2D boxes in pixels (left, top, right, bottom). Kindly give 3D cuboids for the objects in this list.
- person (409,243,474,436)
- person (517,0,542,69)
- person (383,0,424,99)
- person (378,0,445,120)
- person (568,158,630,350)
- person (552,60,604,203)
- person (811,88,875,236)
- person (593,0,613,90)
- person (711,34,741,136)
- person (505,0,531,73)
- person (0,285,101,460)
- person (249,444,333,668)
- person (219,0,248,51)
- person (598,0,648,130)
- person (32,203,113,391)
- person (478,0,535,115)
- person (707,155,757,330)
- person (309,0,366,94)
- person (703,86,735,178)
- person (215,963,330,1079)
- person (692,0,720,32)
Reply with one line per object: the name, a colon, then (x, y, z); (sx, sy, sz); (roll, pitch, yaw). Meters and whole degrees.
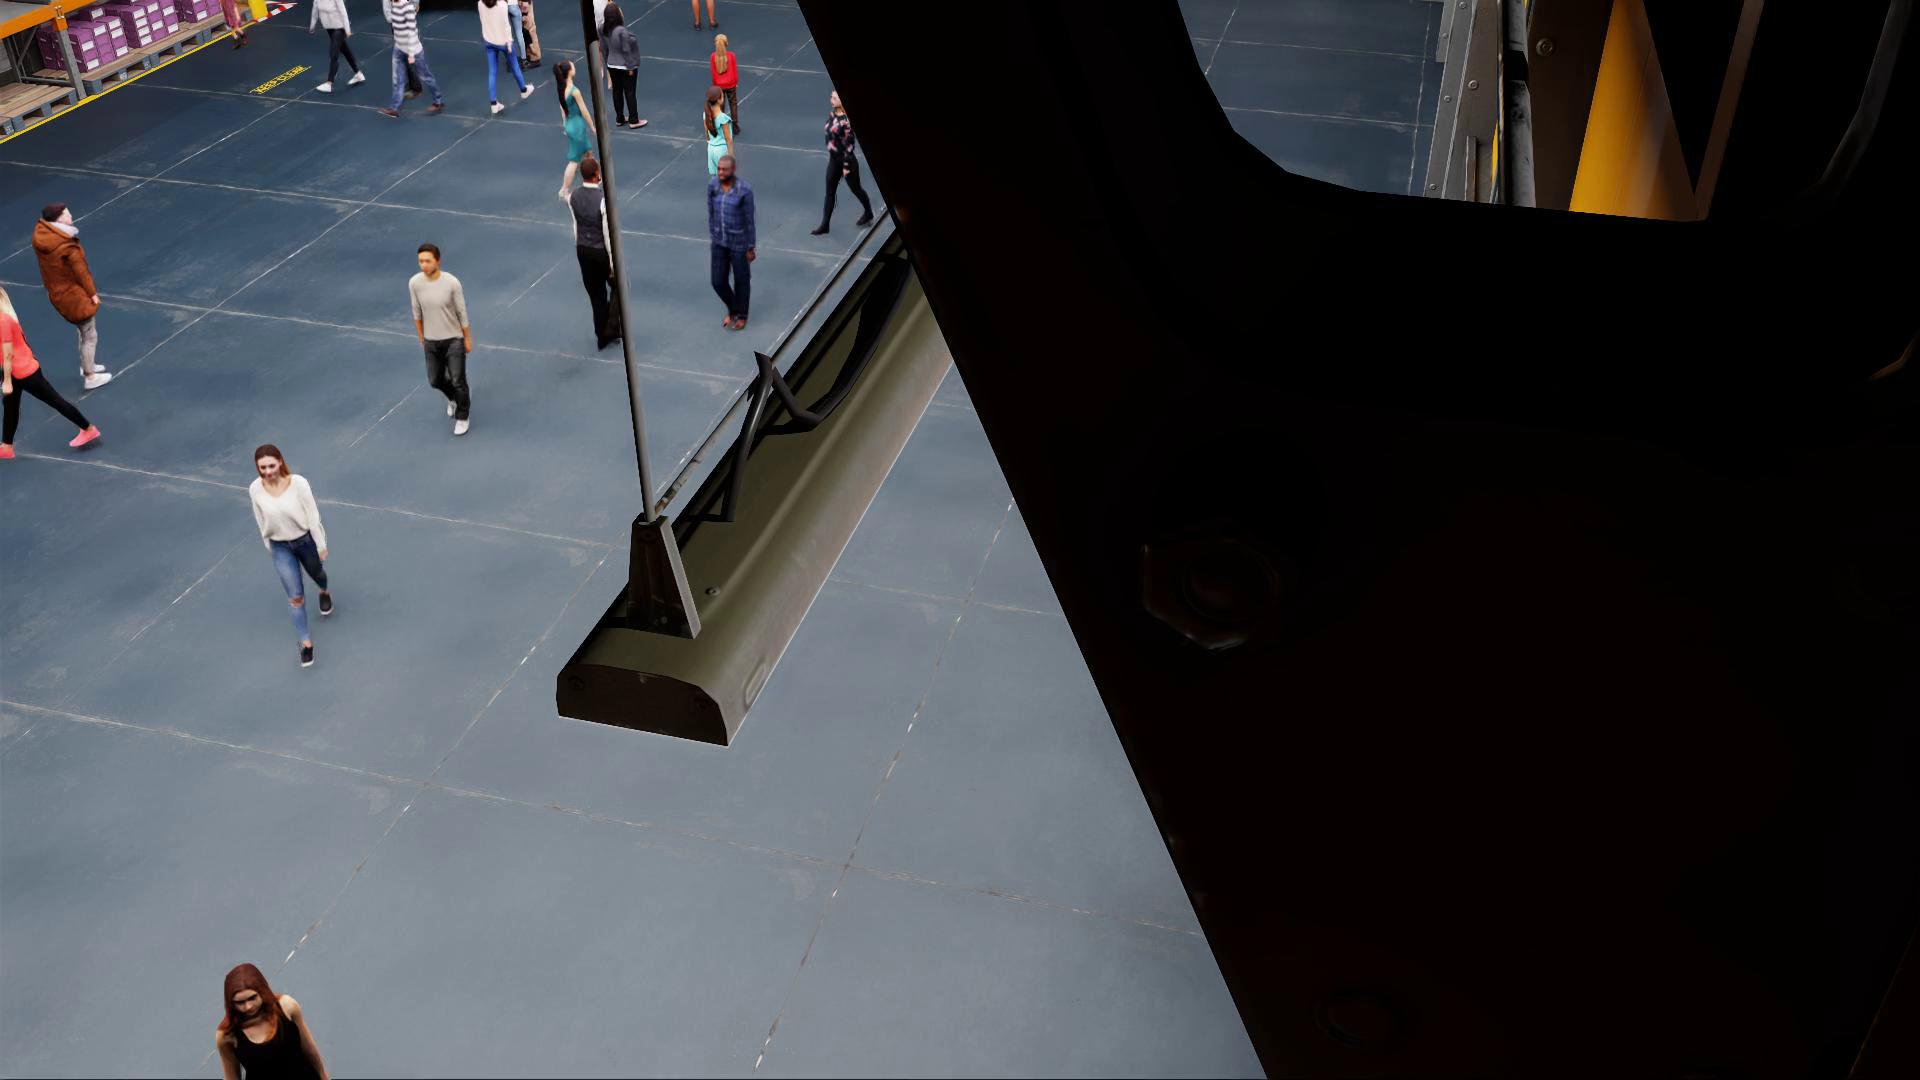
person: (-4.590, -1.847, 14.902); (0.745, 1.800, 0.804); (0, 34, 0)
person: (-6.224, -7.691, 23.584); (0.845, 1.922, 0.783); (-17, 37, -24)
person: (-7.579, -6.938, 22.544); (0.796, 1.819, 0.706); (-13, 36, -18)
person: (-7.148, -6.448, 21.823); (0.995, 1.801, 1.266); (24, 40, 31)
person: (-3.572, -2.738, 16.148); (0.714, 1.905, 0.687); (12, 35, 17)
person: (-4.518, -4.708, 19.346); (1.031, 1.646, 0.907); (-24, 40, -32)
person: (-1.239, -4.250, 18.661); (1.140, 1.641, 0.981); (-24, 41, -32)
person: (-4.979, -7.081, 22.988); (0.894, 1.567, 1.208); (-5, 34, -7)
person: (-3.019, -5.873, 21.427); (0.528, 1.282, 0.545); (1, 34, 1)
person: (-6.380, -7.490, 23.465); (0.658, 1.719, 0.653); (-4, 34, -6)
person: (-8.056, -1.469, 14.481); (1.232, 1.637, 1.096); (-23, 40, -31)
person: (-4.878, 0.006, 12.249); (0.982, 1.651, 1.217); (-7, 34, -11)
person: (-10.729, -7.777, 24.535); (0.446, 1.013, 0.552); (11, 35, 16)
person: (-4.394, -6.156, 21.569); (0.759, 1.597, 0.770); (21, 39, 29)
person: (-8.303, -2.217, 15.441); (0.801, 1.820, 0.783); (19, 38, 26)
person: (-6.150, -6.496, 21.981); (0.684, 1.708, 1.137); (10, 35, 15)
person: (-2.241, -3.004, 16.634); (0.693, 1.811, 0.644); (10, 35, 15)
person: (-8.494, -7.016, 22.813); (0.883, 1.652, 1.183); (21, 39, 29)
person: (-2.739, -4.424, 18.998); (0.622, 1.558, 0.642); (22, 39, 29)
person: (-3.347, 2.654, 8.209); (0.716, 1.714, 0.775); (-17, 37, -24)
person: (-3.932, -8.618, 25.095); (0.671, 1.794, 0.659); (-1, 34, -2)
